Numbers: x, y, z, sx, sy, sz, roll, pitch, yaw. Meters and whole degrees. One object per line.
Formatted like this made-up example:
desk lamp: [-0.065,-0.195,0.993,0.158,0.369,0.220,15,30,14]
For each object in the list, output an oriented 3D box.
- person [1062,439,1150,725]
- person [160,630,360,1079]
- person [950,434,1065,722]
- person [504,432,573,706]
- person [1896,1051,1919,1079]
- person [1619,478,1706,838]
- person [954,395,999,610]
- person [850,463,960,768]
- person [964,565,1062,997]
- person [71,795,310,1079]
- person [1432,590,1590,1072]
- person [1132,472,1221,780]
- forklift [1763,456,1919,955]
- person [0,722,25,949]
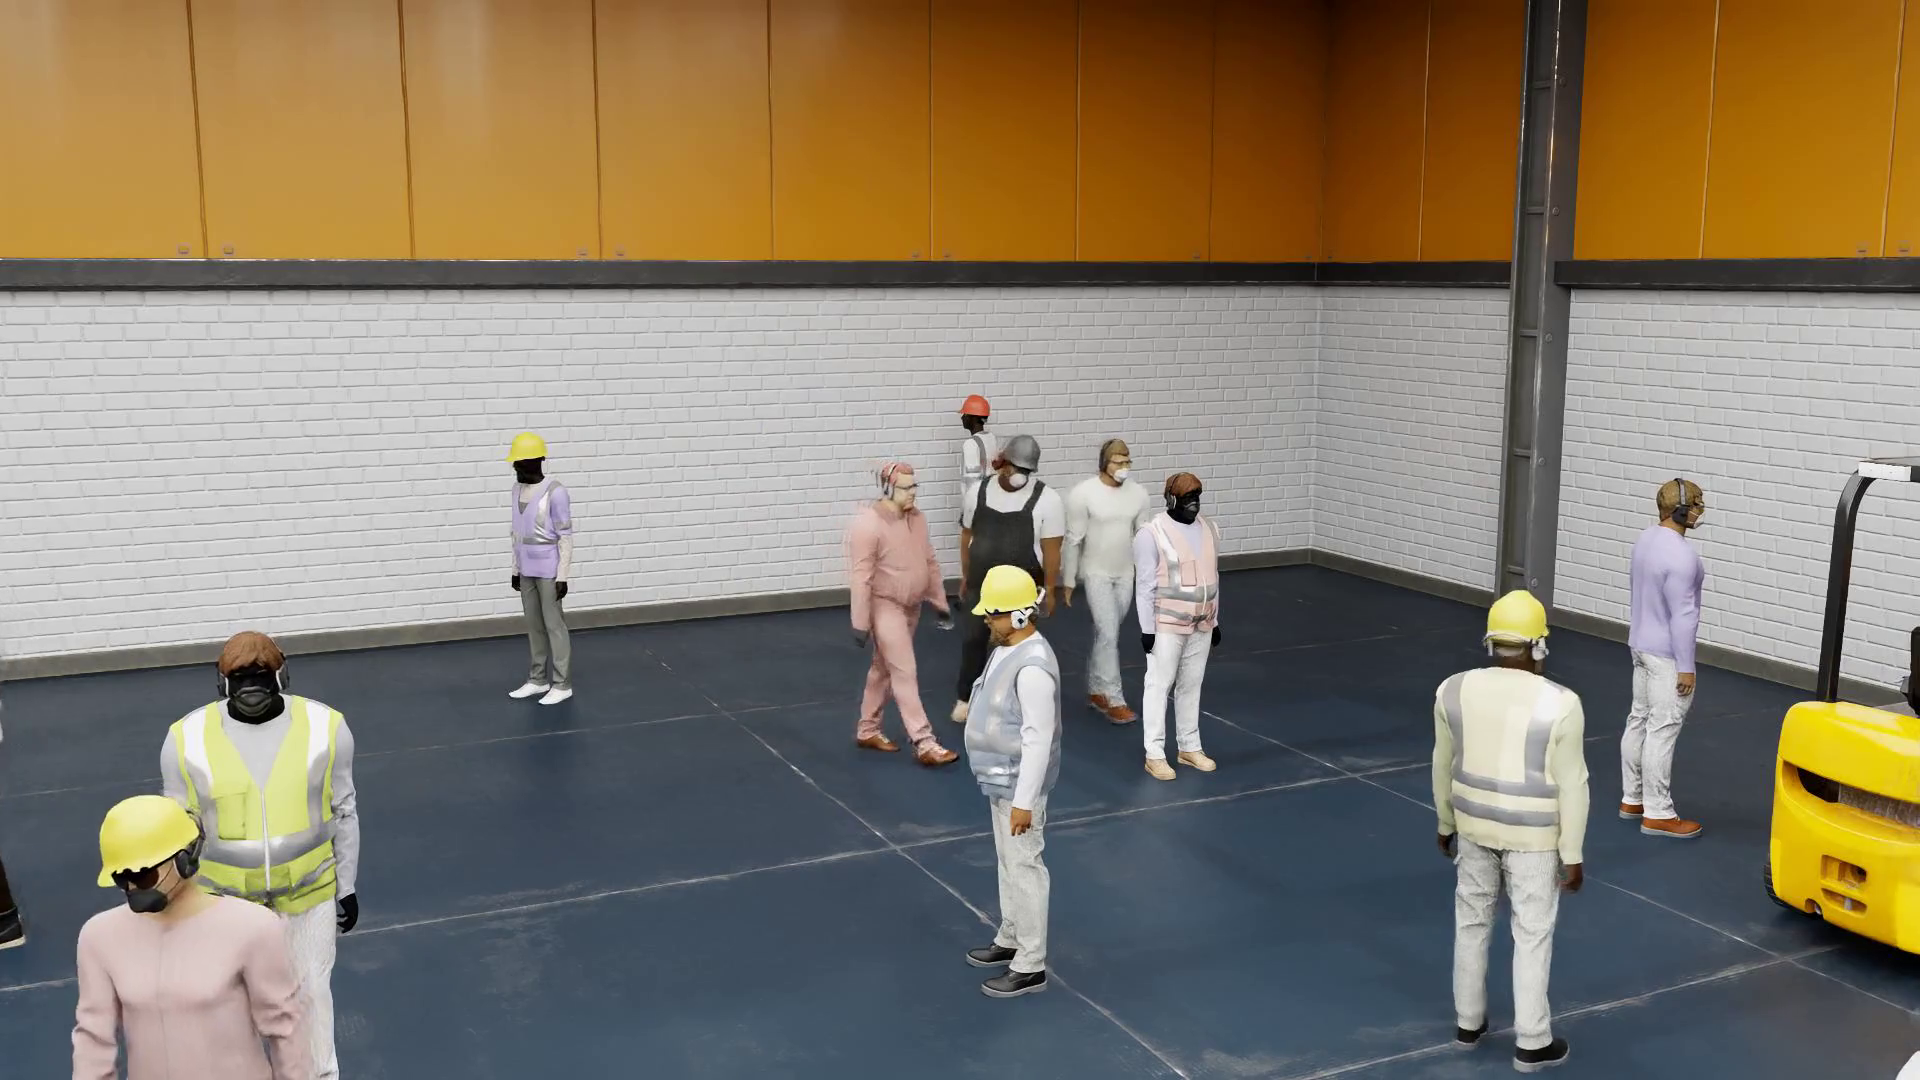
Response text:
person: [1.080,0.284,11.197,0.661,1.909,0.843,-5,11,-30]
person: [-2.360,1.212,5.666,0.626,1.844,0.429,-4,10,-26]
person: [0.319,0.253,10.998,0.730,2.000,0.542,3,10,20]
person: [-2.969,0.200,11.686,0.593,1.922,0.383,7,12,39]
person: [1.879,1.608,3.122,0.329,1.872,0.508,4,10,21]
person: [3.821,0.625,9.008,0.369,1.939,0.631,0,9,0]
person: [0.143,-0.336,14.958,0.350,1.942,0.547,4,10,22]
person: [-0.306,0.456,10.271,0.943,1.862,0.665,5,11,30]
person: [0.219,1.002,7.022,0.403,1.825,0.586,-1,9,-9]
person: [-1.979,1.495,4.269,0.535,1.724,0.750,0,9,0]
person: [2.110,1.107,6.389,0.623,1.824,0.403,8,12,41]
person: [1.335,0.508,10.035,0.627,1.844,0.429,-6,11,-33]
forklift: [4.857,0.731,7.561,2.313,2.155,1.214,-4,10,-25]
person: [-4.413,0.904,7.304,0.420,1.935,0.656,-3,10,-17]
